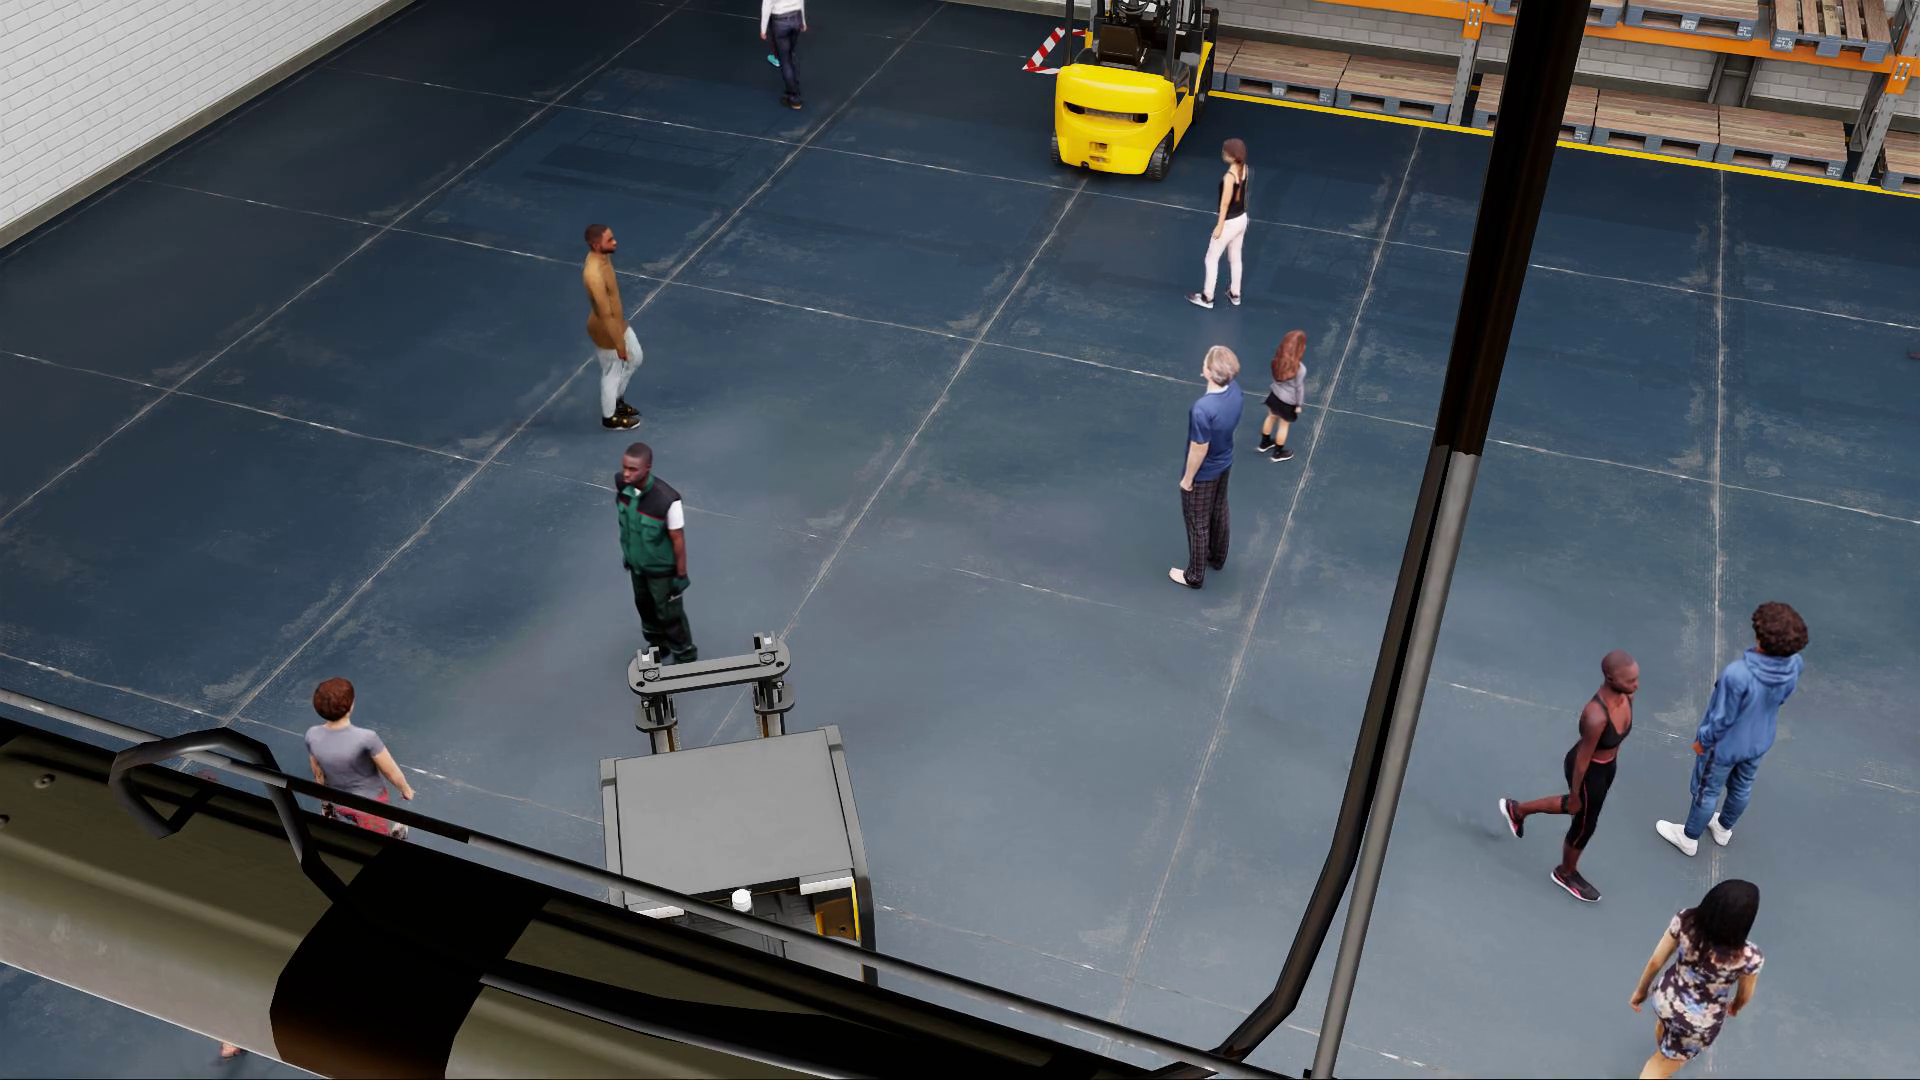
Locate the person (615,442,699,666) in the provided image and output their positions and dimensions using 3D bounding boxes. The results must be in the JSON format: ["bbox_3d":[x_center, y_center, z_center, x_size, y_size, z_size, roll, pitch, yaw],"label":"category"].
[{"bbox_3d":[-1.929,0.125,10.546,0.654,1.835,0.810,27,46,29],"label":"person"}]

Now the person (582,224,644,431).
[{"bbox_3d":[-2.782,-1.609,12.741,0.755,1.804,0.764,-3,39,-4],"label":"person"}]

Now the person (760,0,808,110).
[{"bbox_3d":[-1.774,-5.409,17.453,0.785,1.862,0.818,-30,47,-32],"label":"person"}]

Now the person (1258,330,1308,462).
[{"bbox_3d":[2.475,-1.119,12.690,0.605,1.103,0.528,-21,43,-25],"label":"person"}]

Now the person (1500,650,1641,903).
[{"bbox_3d":[3.409,1.244,9.221,1.027,1.740,0.816,30,47,32],"label":"person"}]

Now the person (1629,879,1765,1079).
[{"bbox_3d":[3.409,2.311,7.931,1.048,1.682,1.147,-28,46,-31],"label":"person"}]

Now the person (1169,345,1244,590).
[{"bbox_3d":[1.689,-0.499,11.297,0.687,1.871,0.732,31,48,32],"label":"person"}]

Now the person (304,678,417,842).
[{"bbox_3d":[-3.282,1.483,9.013,0.952,1.625,0.790,5,39,6],"label":"person"}]

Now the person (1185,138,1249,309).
[{"bbox_3d":[2.351,-2.721,14.333,0.711,1.555,0.742,-30,47,-32],"label":"person"}]

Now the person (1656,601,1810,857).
[{"bbox_3d":[4.391,1.078,9.371,0.720,1.811,0.818,-10,40,-12],"label":"person"}]
